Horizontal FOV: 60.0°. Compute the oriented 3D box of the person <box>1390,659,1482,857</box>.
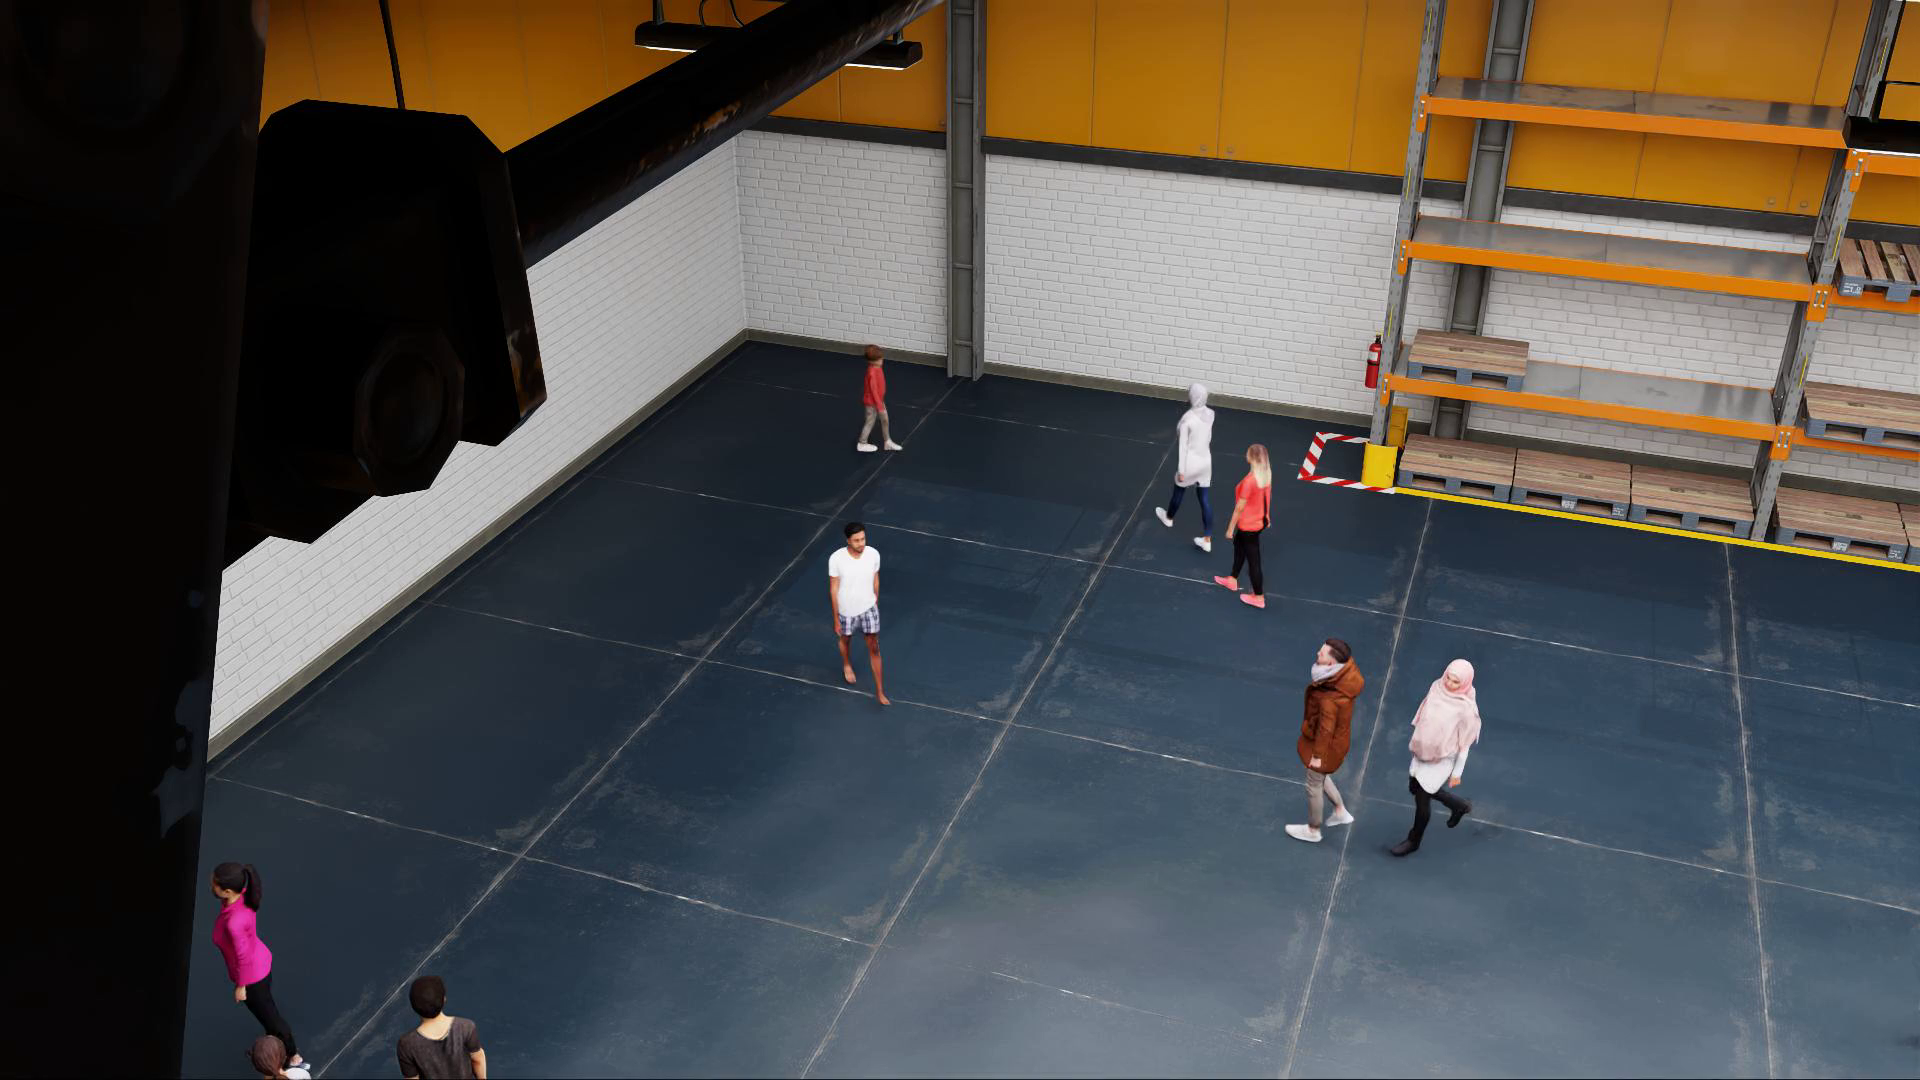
[{"bbox_3d":[3.683,1.634,12.572,1.054,1.782,0.976,-10,30,-18],"label":"person"}]

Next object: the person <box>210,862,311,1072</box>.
[{"bbox_3d":[-4.507,2.741,10.627,0.776,1.700,0.720,-9,30,-16],"label":"person"}]

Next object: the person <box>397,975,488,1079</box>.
[{"bbox_3d":[-2.993,3.222,9.726,0.705,1.719,0.761,-13,31,-23],"label":"person"}]

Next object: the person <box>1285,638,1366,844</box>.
[{"bbox_3d":[2.861,1.553,12.669,0.759,1.832,0.742,14,32,24],"label":"person"}]

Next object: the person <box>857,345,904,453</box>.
[{"bbox_3d":[-1.030,-1.610,18.943,0.795,1.377,0.630,1,29,2],"label":"person"}]

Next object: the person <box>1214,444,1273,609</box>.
[{"bbox_3d":[2.870,-0.109,15.879,0.929,1.675,0.766,20,34,32],"label":"person"}]

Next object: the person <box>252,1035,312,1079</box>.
[{"bbox_3d":[-3.812,3.436,9.497,0.616,1.562,0.638,-23,36,-36],"label":"person"}]

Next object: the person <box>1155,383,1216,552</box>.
[{"bbox_3d":[2.440,-0.701,16.908,1.089,1.729,1.176,-14,32,-24],"label":"person"}]

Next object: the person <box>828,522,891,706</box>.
[{"bbox_3d":[-0.949,0.563,14.620,1.101,1.700,1.088,-8,30,-15],"label":"person"}]
